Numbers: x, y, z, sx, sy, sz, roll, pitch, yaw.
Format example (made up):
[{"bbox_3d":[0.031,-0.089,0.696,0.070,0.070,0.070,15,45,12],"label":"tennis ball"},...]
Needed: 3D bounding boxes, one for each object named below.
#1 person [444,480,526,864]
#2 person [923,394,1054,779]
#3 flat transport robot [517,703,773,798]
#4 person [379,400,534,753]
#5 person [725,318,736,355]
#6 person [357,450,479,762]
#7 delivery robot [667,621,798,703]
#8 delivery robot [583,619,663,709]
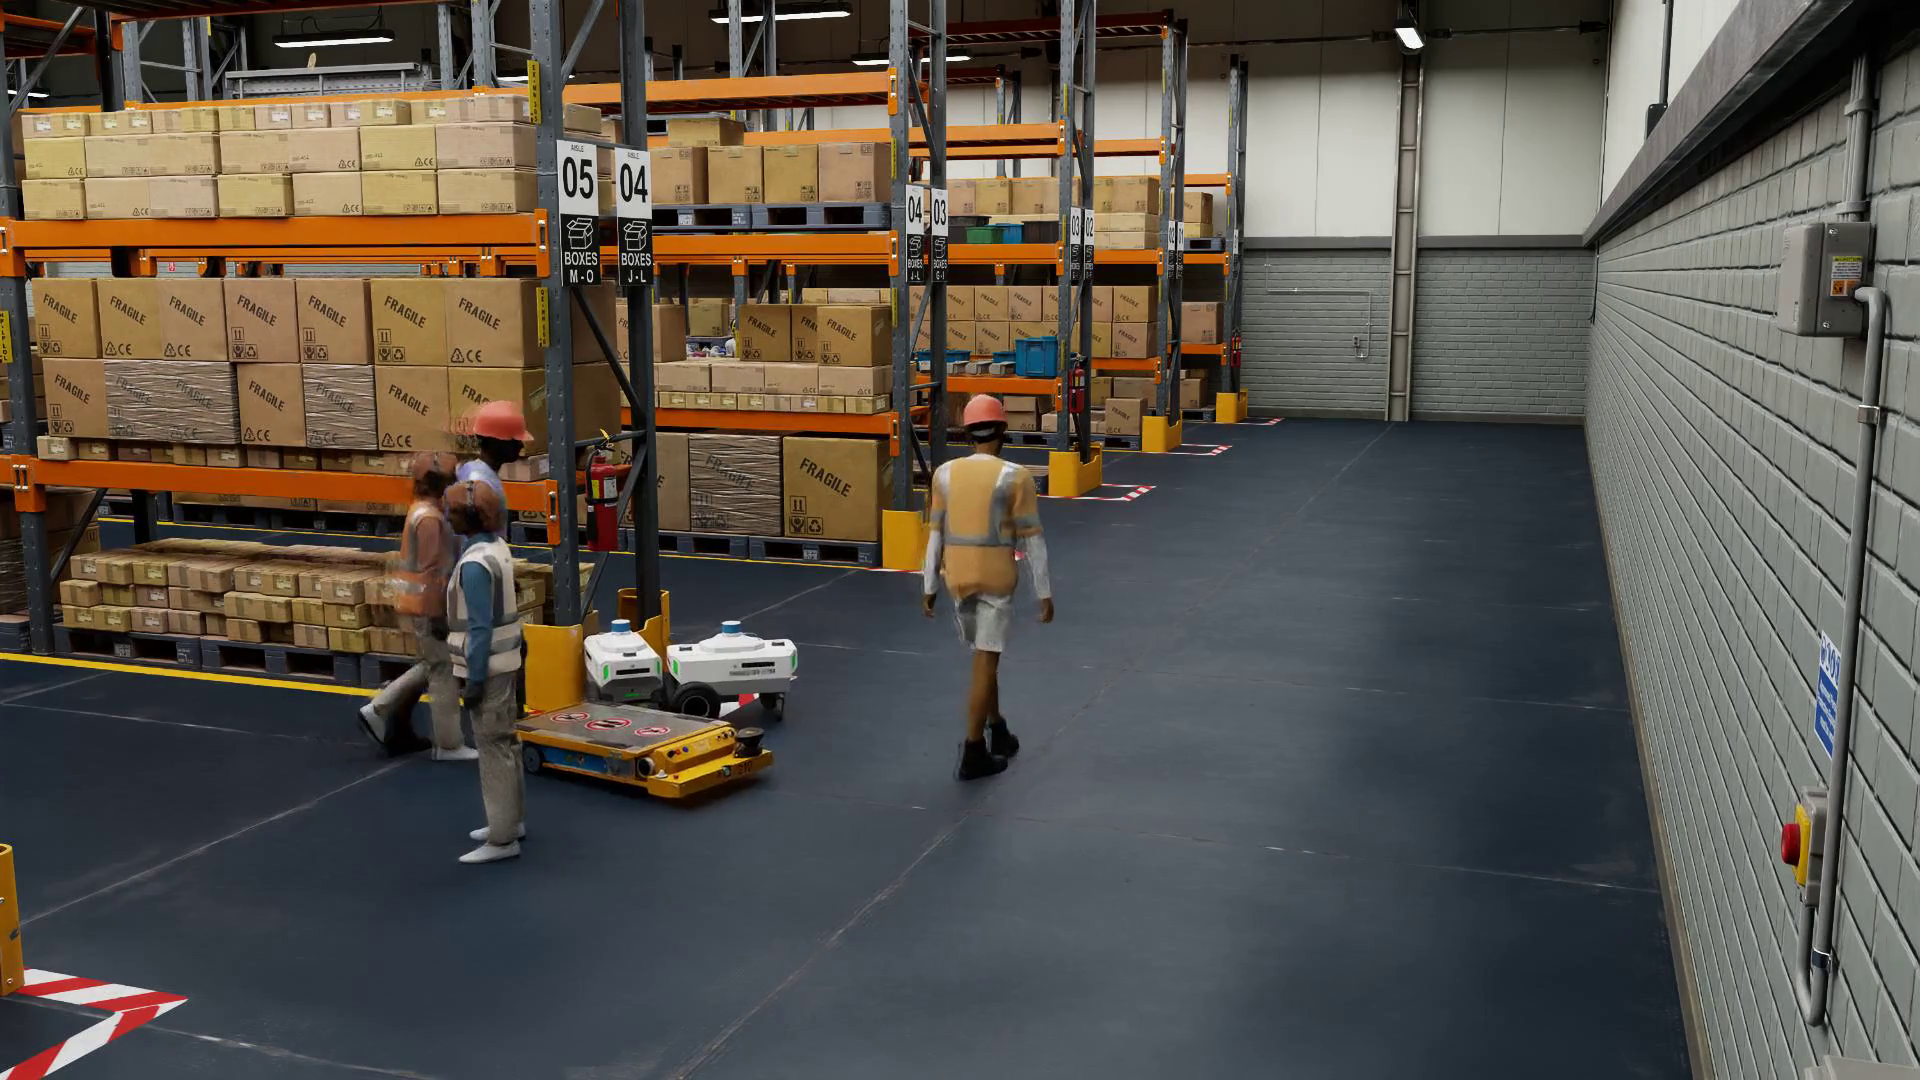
[{"bbox_3d":[-2.023,0.557,7.103,0.310,1.636,0.522,-1,9,-6],"label":"person"},{"bbox_3d":[0.164,0.220,8.405,0.661,1.884,0.754,5,10,29],"label":"person"},{"bbox_3d":[-1.698,1.026,8.365,1.431,0.197,0.652,4,10,35],"label":"flat transport robot"},{"bbox_3d":[-2.576,0.216,8.564,0.926,1.876,0.572,-4,10,-25],"label":"person"},{"bbox_3d":[-3.192,-2.264,23.983,0.335,1.873,0.520,4,10,21],"label":"person"},{"bbox_3d":[-2.767,0.348,8.465,0.579,1.617,0.523,-3,10,-17],"label":"person"},{"bbox_3d":[-1.271,0.696,9.307,0.707,0.478,0.477,-2,9,-14],"label":"delivery robot"},{"bbox_3d":[-1.899,0.690,9.344,0.477,0.478,0.707,-3,10,-21],"label":"delivery robot"}]
